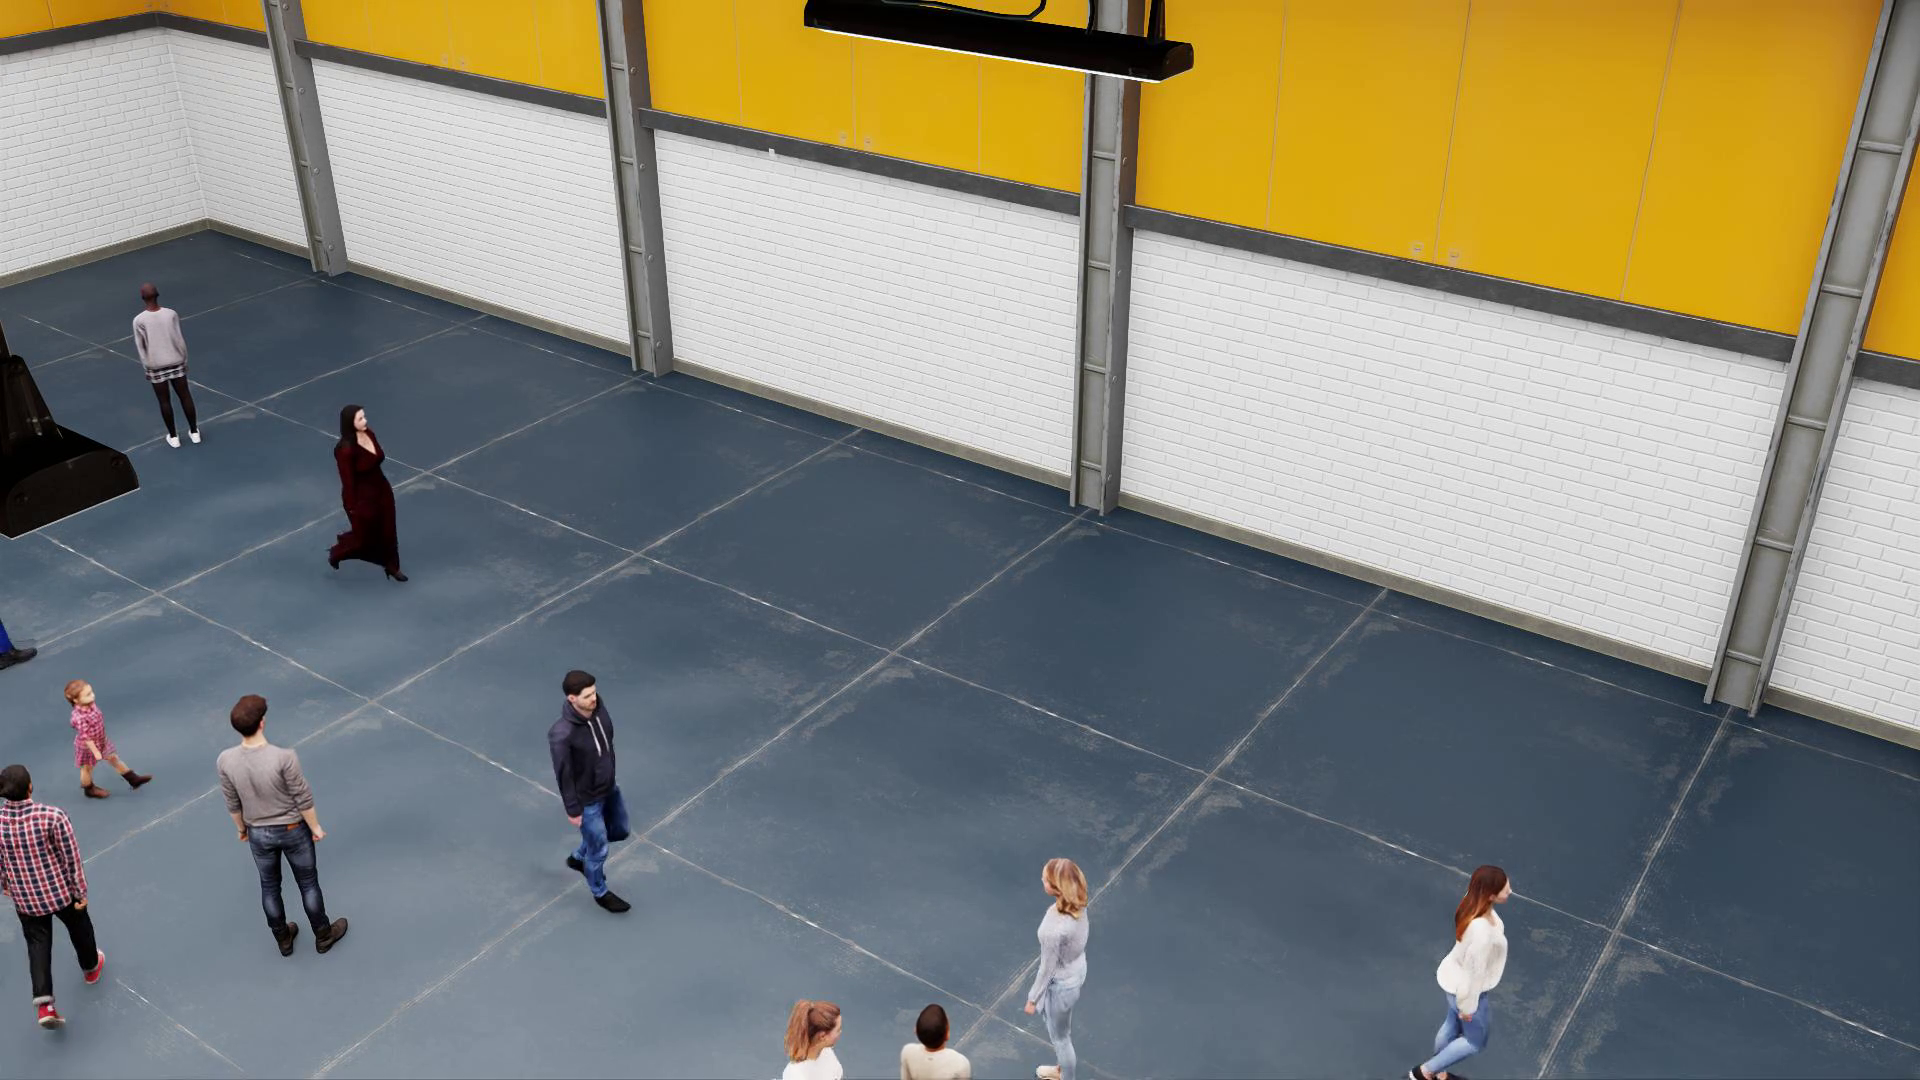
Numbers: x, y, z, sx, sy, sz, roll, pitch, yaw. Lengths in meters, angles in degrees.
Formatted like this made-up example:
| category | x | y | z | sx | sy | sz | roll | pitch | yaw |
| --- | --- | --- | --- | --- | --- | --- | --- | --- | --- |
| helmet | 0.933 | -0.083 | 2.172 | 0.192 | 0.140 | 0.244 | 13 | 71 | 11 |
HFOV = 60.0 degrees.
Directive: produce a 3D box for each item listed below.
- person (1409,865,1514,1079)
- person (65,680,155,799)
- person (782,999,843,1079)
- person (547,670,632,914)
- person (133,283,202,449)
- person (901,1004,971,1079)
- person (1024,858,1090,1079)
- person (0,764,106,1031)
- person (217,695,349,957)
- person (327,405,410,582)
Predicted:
| category | x | y | z | sx | sy | sz | roll | pitch | yaw |
| --- | --- | --- | --- | --- | --- | --- | --- | --- | --- |
| person | 2.790 | 2.518 | 9.427 | 0.786 | 1.679 | 0.751 | 3 | 29 | 5 |
| person | -6.354 | 1.458 | 12.078 | 0.773 | 1.001 | 0.670 | -1 | 29 | -3 |
| person | -0.830 | 3.019 | 8.475 | 0.767 | 1.712 | 0.864 | 12 | 31 | 21 |
| person | -2.482 | 1.615 | 10.878 | 0.844 | 1.875 | 0.764 | 12 | 31 | 21 |
| person | -8.259 | -1.822 | 17.288 | 0.660 | 1.770 | 0.619 | -22 | 36 | -35 |
| person | -0.139 | 3.036 | 8.709 | 0.530 | 1.458 | 0.659 | 8 | 30 | 14 |
| person | 0.646 | 2.511 | 9.331 | 0.614 | 1.784 | 0.660 | 13 | 31 | 22 |
| person | -5.548 | 2.152 | 10.025 | 1.052 | 1.750 | 1.160 | -9 | 30 | -15 |
| person | -4.303 | 1.819 | 10.474 | 0.743 | 1.904 | 0.833 | -1 | 29 | -2 |
| person | -5.322 | -0.384 | 14.680 | 1.040 | 1.743 | 0.871 | 6 | 29 | 11 |
